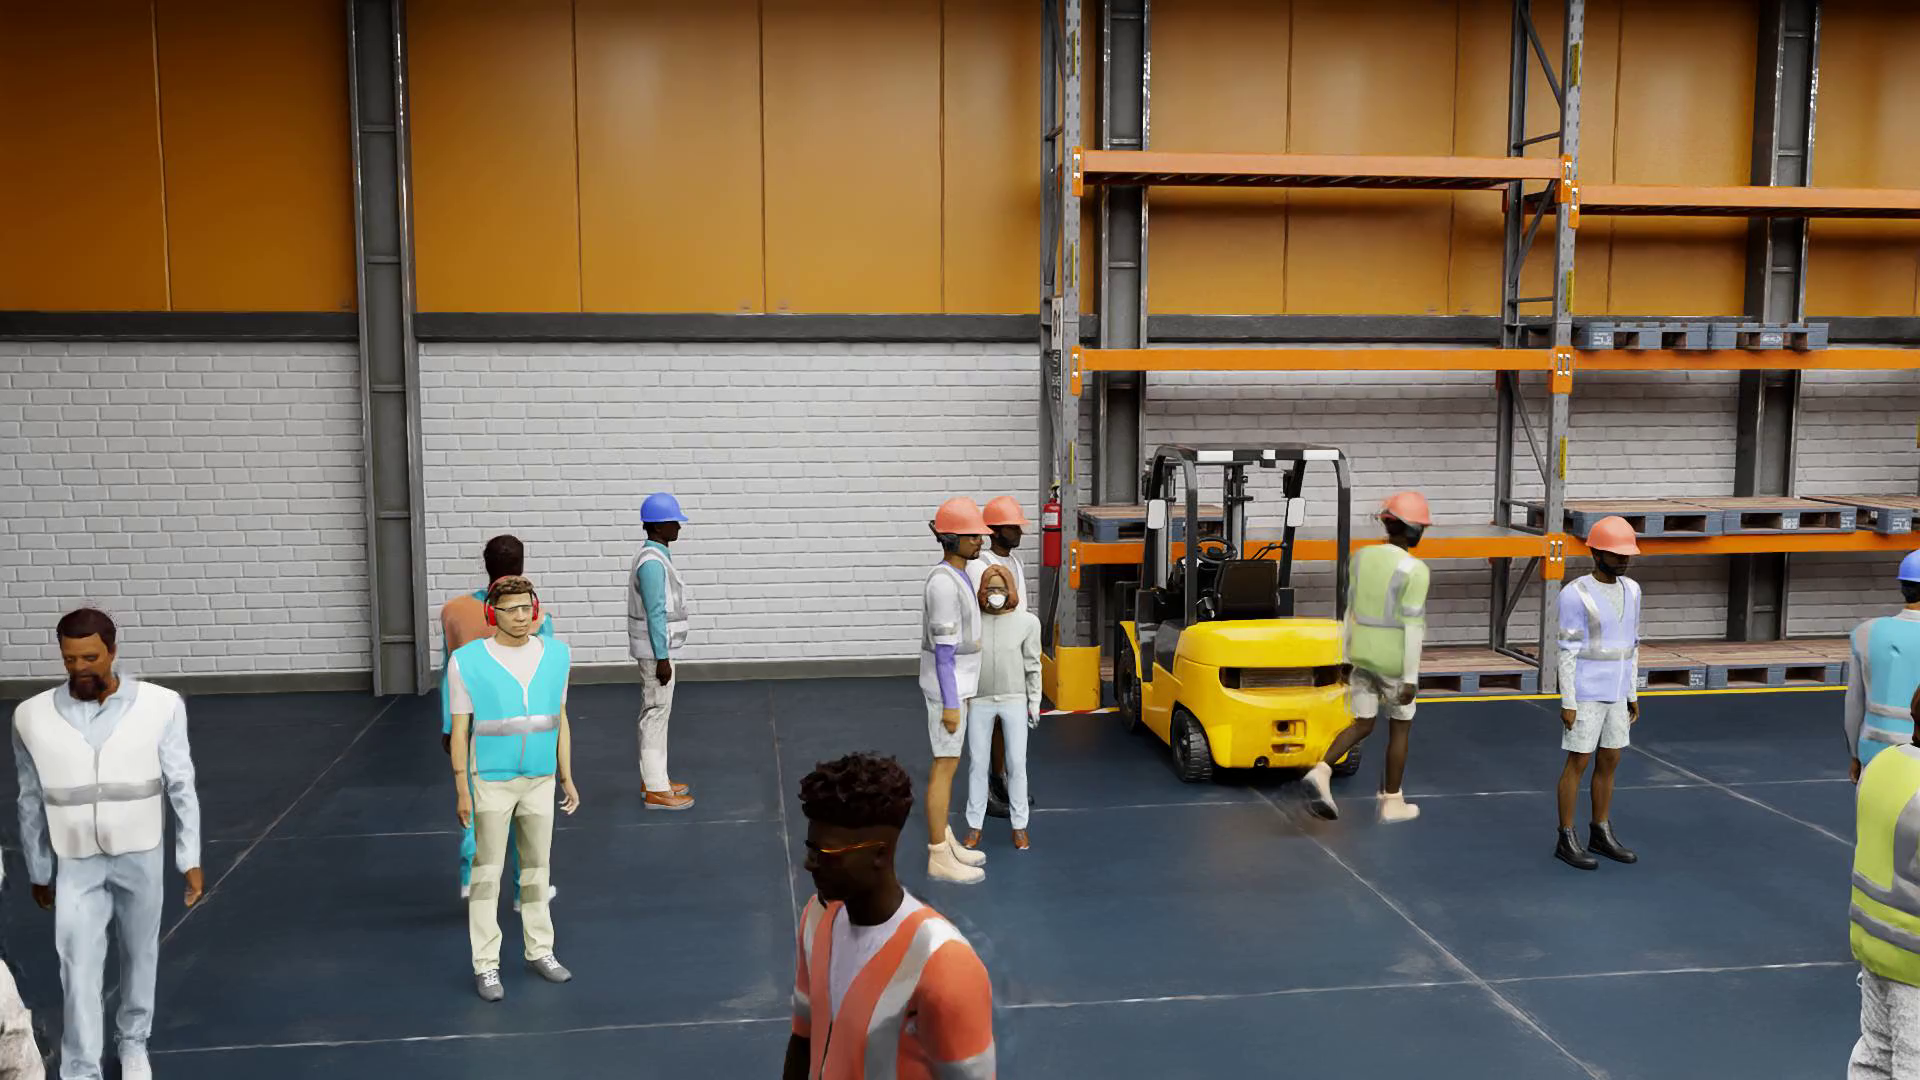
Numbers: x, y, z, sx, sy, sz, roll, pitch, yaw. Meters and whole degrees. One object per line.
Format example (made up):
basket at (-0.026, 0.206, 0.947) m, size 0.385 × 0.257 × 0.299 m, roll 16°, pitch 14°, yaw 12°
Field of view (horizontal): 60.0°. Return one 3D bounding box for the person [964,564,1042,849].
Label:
person at (0.212, 0.940, 9.401) m, size 0.503 × 1.628 × 0.286 m, roll 1°, pitch 7°, yaw 5°

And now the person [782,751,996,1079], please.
person at (-0.232, 1.431, 3.716) m, size 0.757 × 1.935 × 0.613 m, roll -4°, pitch 7°, yaw -29°

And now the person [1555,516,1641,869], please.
person at (3.504, 0.829, 9.065) m, size 0.545 × 1.932 × 0.386 m, roll -3°, pitch 7°, yaw -26°

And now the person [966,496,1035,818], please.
person at (0.255, 0.698, 10.138) m, size 0.347 × 1.943 × 0.544 m, roll 3°, pitch 7°, yaw 28°

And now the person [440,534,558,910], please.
person at (-2.292, 0.922, 8.334) m, size 0.650 × 1.907 × 0.470 m, roll 2°, pitch 7°, yaw 13°

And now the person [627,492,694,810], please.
person at (-1.859, 0.677, 10.293) m, size 0.389 × 1.949 × 0.603 m, roll -1°, pitch 7°, yaw -13°

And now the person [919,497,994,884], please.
person at (-0.018, 0.789, 8.901) m, size 0.392 × 2.045 × 0.608 m, roll 1°, pitch 7°, yaw 6°

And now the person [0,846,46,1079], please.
person at (-2.900, 1.407, 4.932) m, size 0.834 × 1.704 × 0.494 m, roll -1°, pitch 7°, yaw -5°

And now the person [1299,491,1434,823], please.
person at (2.409, 0.709, 9.782) m, size 0.810 × 2.007 × 0.637 m, roll -4°, pitch 8°, yaw -31°

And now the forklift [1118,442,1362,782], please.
forklift at (1.912, 0.418, 11.496) m, size 1.214 × 2.155 × 2.313 m, roll -1°, pitch 7°, yaw -8°

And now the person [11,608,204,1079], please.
person at (-3.104, 1.191, 6.077) m, size 0.618 × 1.874 × 0.938 m, roll -3°, pitch 7°, yaw -23°

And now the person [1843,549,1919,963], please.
person at (4.300, 0.998, 7.508) m, size 0.402 × 1.942 × 0.604 m, roll -3°, pitch 7°, yaw -26°

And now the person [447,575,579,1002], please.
person at (-1.969, 1.064, 7.342) m, size 0.563 × 1.847 × 0.390 m, roll -6°, pitch 9°, yaw -40°

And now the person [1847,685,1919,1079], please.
person at (3.011, 1.322, 5.177) m, size 0.431 × 1.835 × 0.623 m, roll 1°, pitch 7°, yaw 6°
